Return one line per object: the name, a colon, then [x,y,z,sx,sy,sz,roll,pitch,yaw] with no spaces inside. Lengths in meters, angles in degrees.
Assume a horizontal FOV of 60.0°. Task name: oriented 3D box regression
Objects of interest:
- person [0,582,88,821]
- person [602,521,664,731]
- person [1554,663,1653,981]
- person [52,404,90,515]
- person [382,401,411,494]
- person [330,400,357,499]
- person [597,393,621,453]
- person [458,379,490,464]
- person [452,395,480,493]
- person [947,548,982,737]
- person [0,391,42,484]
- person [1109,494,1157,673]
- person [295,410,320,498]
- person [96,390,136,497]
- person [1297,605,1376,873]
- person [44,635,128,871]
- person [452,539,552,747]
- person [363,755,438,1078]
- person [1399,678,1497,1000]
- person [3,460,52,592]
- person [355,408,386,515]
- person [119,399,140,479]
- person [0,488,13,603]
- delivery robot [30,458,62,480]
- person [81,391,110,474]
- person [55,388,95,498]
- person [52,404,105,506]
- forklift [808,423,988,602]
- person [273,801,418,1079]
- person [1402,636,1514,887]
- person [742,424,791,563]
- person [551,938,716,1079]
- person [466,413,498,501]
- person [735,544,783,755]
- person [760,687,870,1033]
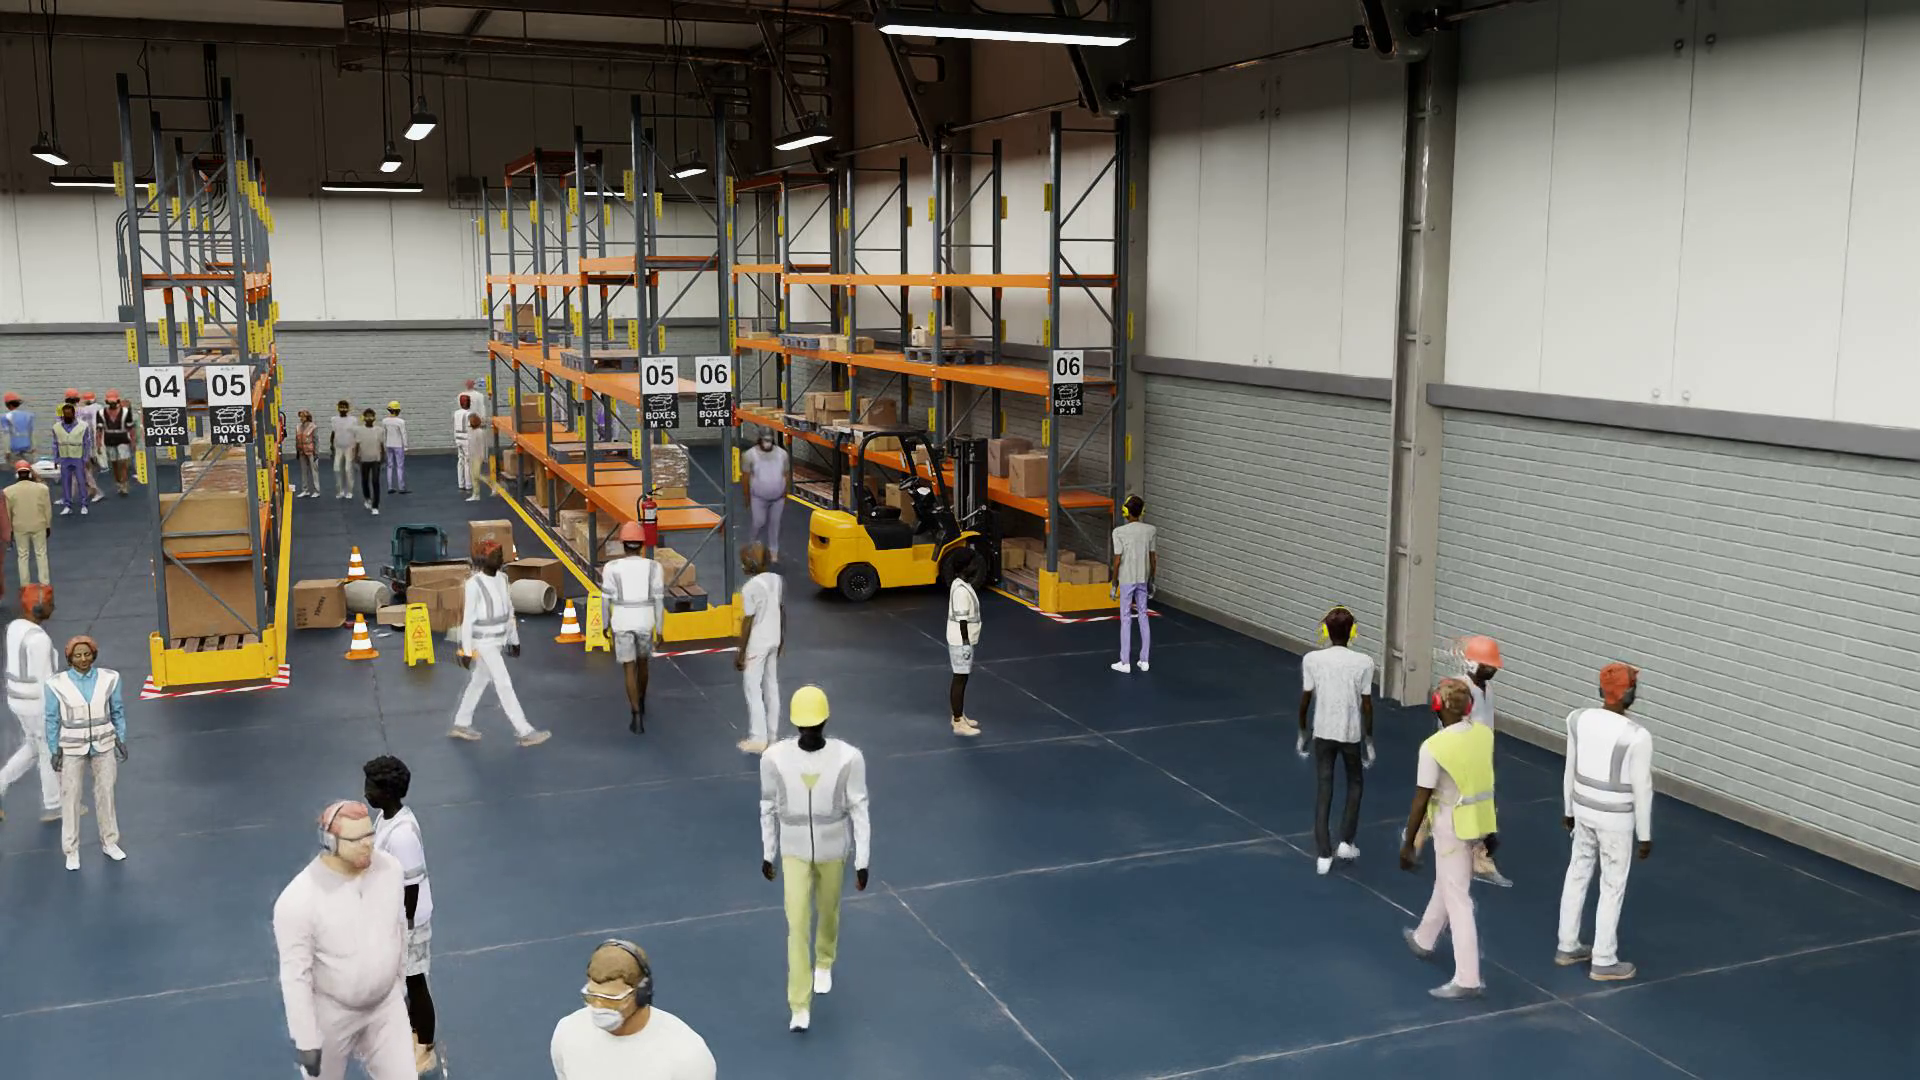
person: [-6.967,1.234,12.440,0.604,1.866,0.682,9,13,44]
person: [-3.005,0.769,15.316,0.549,1.887,0.983,-4,10,-21]
person: [3.807,1.647,9.813,0.343,1.875,0.579,-5,10,-30]
person: [-15.389,-1.400,28.834,0.593,1.922,0.392,-2,9,-13]
person: [-10.703,-1.755,31.559,0.533,1.767,0.313,3,10,18]
person: [-11.414,-1.663,30.732,0.553,1.843,0.536,0,9,-2]
person: [-7.052,-2.077,33.390,0.429,1.837,0.627,-8,12,-41]
person: [-10.576,-2.576,36.360,0.676,1.877,0.804,2,9,15]
person: [-9.418,-1.831,31.689,0.575,1.880,0.358,8,12,39]
person: [0.037,0.911,14.996,0.317,1.696,0.538,0,9,-2]
person: [-17.188,-1.707,30.440,0.632,2.024,0.618,4,10,23]
person: [1.802,0.448,17.349,0.513,1.876,0.328,-3,10,-19]
person: [-12.164,-1.605,31.010,0.517,1.641,0.308,3,10,21]
person: [-15.776,-1.793,31.043,0.635,1.996,1.017,-3,10,-18]
person: [2.639,1.371,11.626,0.566,1.845,0.634,4,10,23]
person: [-6.112,1.470,11.650,0.513,1.642,0.313,-8,12,-41]
person: [-4.098,0.902,14.633,1.013,1.828,0.597,2,9,14]
person: [-2.890,1.931,8.566,0.317,1.697,0.540,-5,10,-28]
person: [2.786,1.702,9.706,0.657,1.792,0.825,-7,12,-39]
person: [-12.173,-0.177,21.741,0.552,1.734,0.387,-5,10,-28]
person: [-10.252,-1.380,28.912,0.530,1.858,0.611,-3,10,-20]
person: [-16.940,-2.048,33.854,0.295,1.623,0.509,6,11,35]
person: [-11.949,-0.009,20.284,0.656,1.850,0.998,-6,11,-34]
delivery robot: [-18.000,-1.377,32.683,0.707,0.478,0.477,-1,9,-7]
person: [-18.055,-2.258,34.857,0.431,1.730,0.725,1,9,8]
person: [-16.486,-1.810,31.016,0.611,2.048,0.364,-5,10,-28]
person: [-15.985,-1.559,30.115,0.664,1.842,1.027,6,11,32]
forklift: [-0.830,-0.399,21.676,2.313,2.155,1.214,-4,10,-21]
person: [-2.586,2.058,7.244,0.959,1.856,0.673,7,11,36]
person: [3.420,1.478,11.329,0.552,1.724,0.690,-9,13,-44]
person: [-2.747,-0.670,23.864,0.685,2.000,0.540,-3,10,-20]
person: [-1.118,2.272,5.688,0.625,1.934,0.374,4,10,22]
person: [-8.845,-1.524,30.577,0.473,1.617,0.505,-8,12,-40]
person: [-1.728,0.942,14.415,0.366,1.821,0.604,6,11,32]
person: [-0.807,1.732,9.260,0.610,1.870,0.977,0,9,-2]
